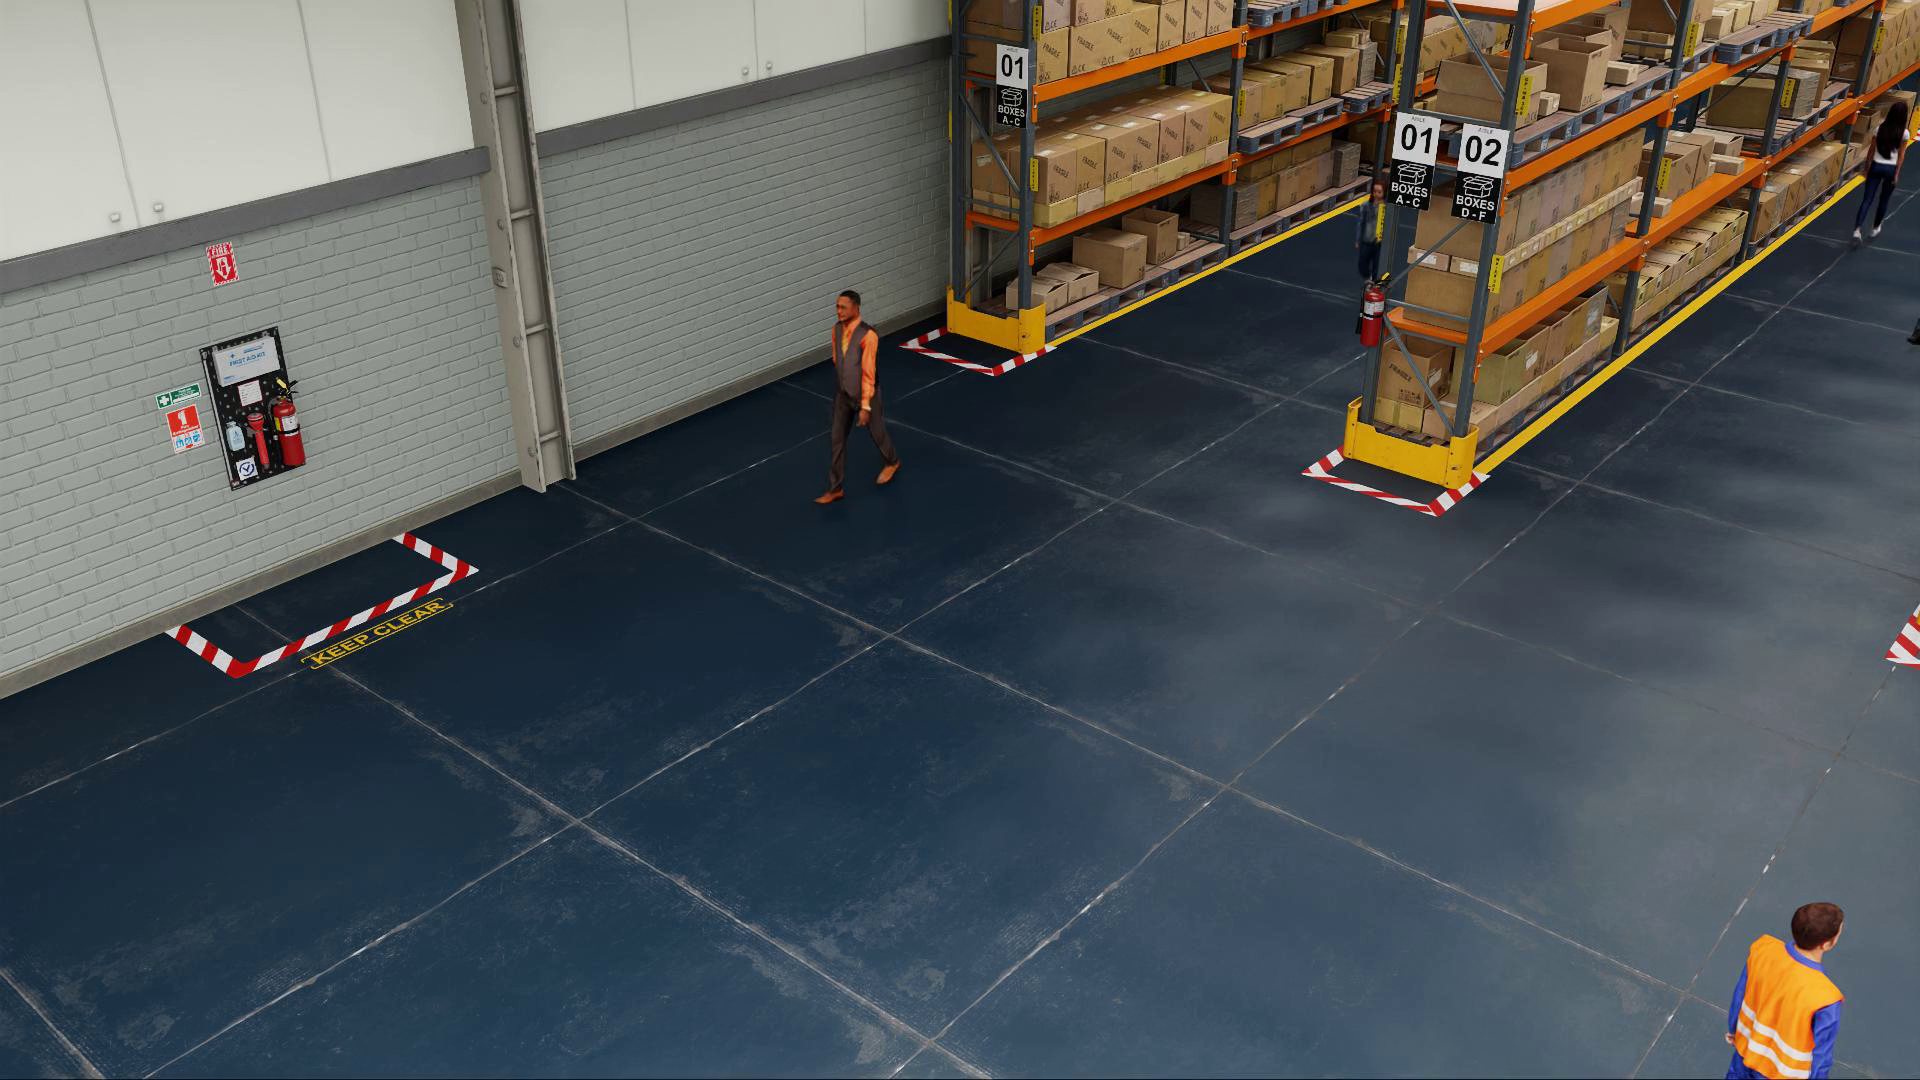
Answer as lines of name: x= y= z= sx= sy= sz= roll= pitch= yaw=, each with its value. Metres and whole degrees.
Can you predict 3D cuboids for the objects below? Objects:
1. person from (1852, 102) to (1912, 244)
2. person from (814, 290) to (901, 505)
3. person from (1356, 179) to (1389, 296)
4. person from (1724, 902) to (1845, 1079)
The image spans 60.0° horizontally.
person: x=11.473 y=-4.543 z=20.751 sx=0.607 sy=1.741 sz=1.114 roll=22 pitch=35 yaw=35
person: x=-0.811 y=-1.262 z=14.455 sx=0.737 sy=1.868 sz=1.248 roll=20 pitch=34 yaw=33
person: x=4.721 y=-3.376 z=18.856 sx=0.695 sy=1.463 sz=0.802 roll=12 pitch=30 yaw=21
person: x=3.707 y=2.397 z=7.588 sx=0.794 sy=1.863 sz=0.790 roll=-10 pitch=29 yaw=-17
